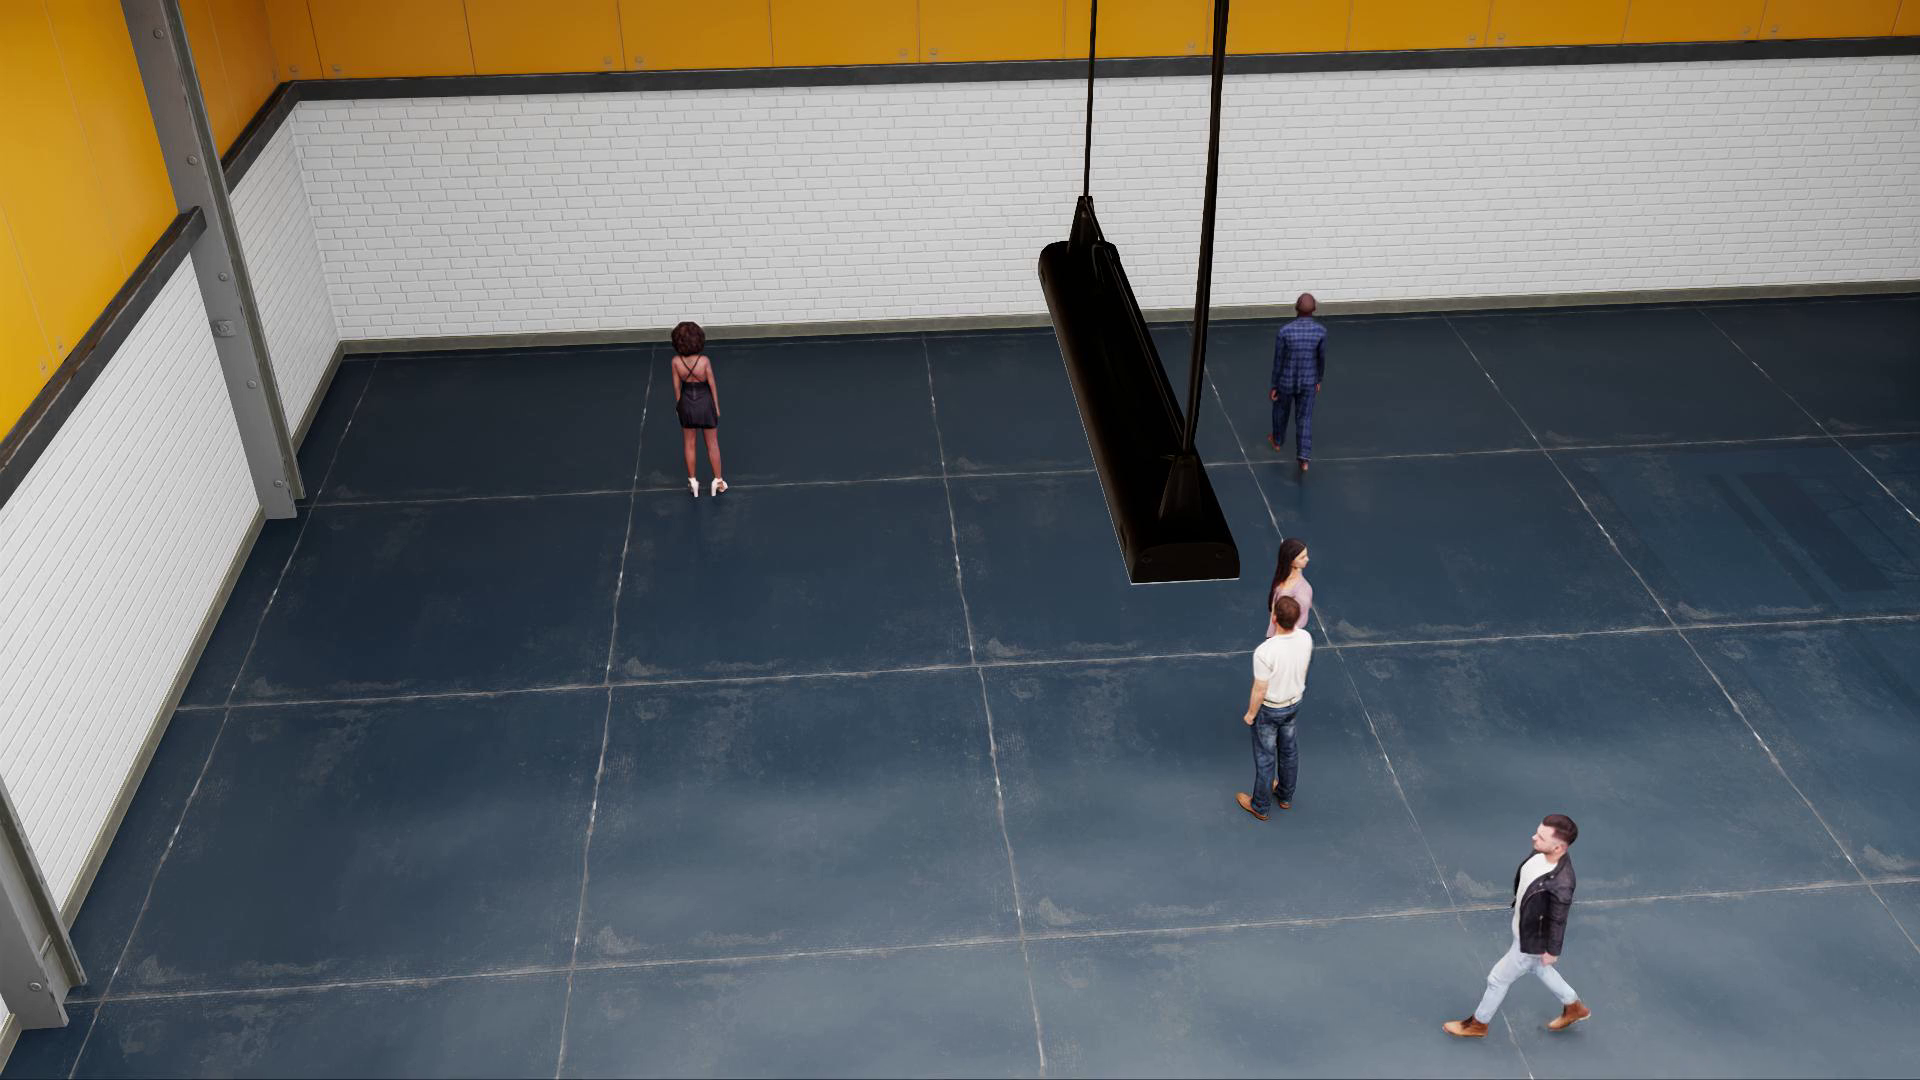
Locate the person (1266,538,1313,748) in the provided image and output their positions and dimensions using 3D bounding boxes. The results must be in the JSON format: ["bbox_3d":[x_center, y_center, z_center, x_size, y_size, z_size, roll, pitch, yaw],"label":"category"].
[{"bbox_3d":[2.414,0.757,12.473,0.746,1.812,0.607,11,35,16],"label":"person"}]

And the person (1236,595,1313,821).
[{"bbox_3d":[2.251,1.187,11.790,0.745,1.853,0.722,-18,38,-25],"label":"person"}]

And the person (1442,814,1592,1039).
[{"bbox_3d":[3.556,2.368,10.048,0.876,1.814,1.128,4,34,6],"label":"person"}]

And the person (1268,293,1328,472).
[{"bbox_3d":[3.241,-1.475,15.854,0.708,1.786,1.126,0,34,0],"label":"person"}]

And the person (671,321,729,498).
[{"bbox_3d":[-2.440,-1.203,15.442,0.588,1.789,0.569,2,34,3],"label":"person"}]
